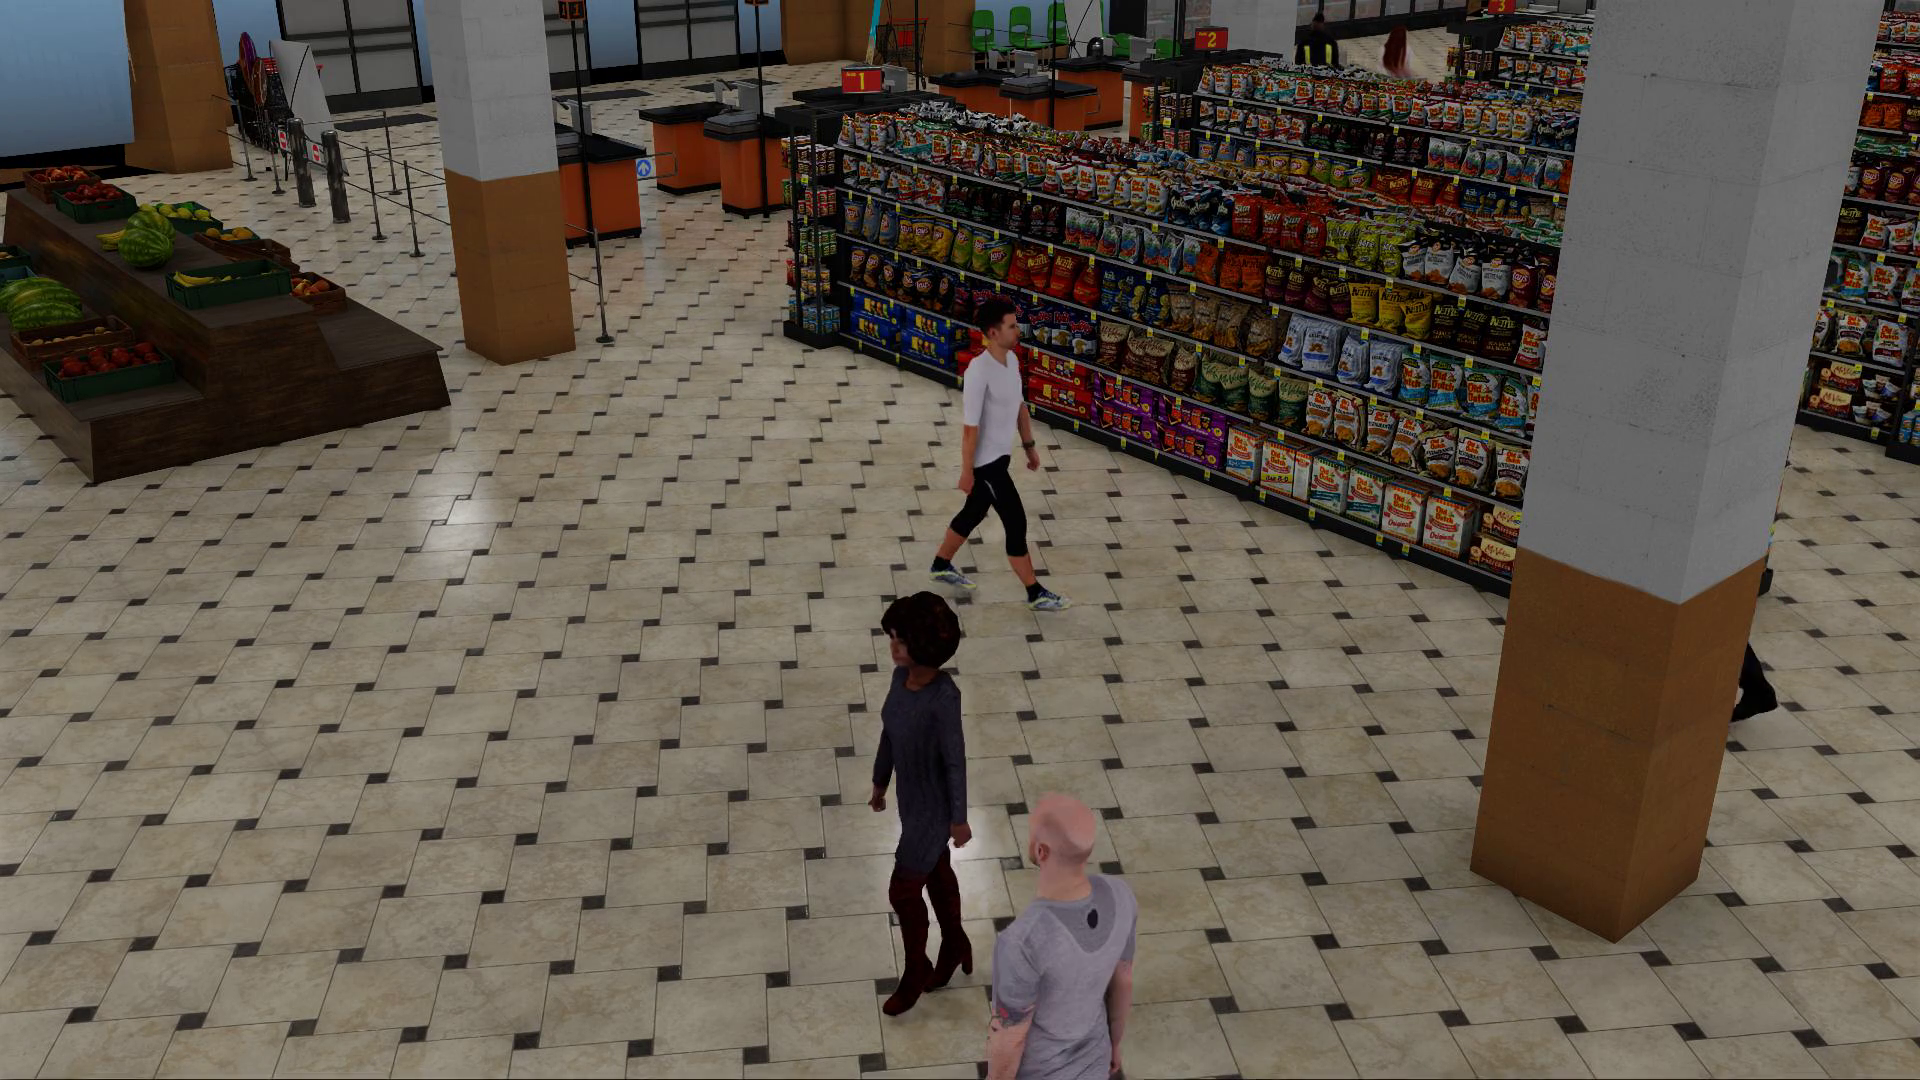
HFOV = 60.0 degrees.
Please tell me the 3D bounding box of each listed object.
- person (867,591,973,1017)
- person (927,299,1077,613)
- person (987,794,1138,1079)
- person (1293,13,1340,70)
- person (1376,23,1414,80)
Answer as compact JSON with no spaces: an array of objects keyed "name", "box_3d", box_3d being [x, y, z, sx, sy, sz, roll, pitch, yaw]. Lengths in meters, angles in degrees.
[{"name":"person","box_3d":[-0.049,0.984,6.304,0.757,1.697,0.675,-11,26,-24]},{"name":"person","box_3d":[0.103,-0.471,9.493,1.308,1.804,1.058,9,25,21]},{"name":"person","box_3d":[0.316,1.584,4.783,1.031,1.817,0.724,21,31,40]},{"name":"person","box_3d":[4.768,-6.065,22.228,1.025,1.844,1.088,-1,24,-2]},{"name":"person","box_3d":[5.712,-5.905,22.032,1.140,1.708,1.146,4,24,9]}]
